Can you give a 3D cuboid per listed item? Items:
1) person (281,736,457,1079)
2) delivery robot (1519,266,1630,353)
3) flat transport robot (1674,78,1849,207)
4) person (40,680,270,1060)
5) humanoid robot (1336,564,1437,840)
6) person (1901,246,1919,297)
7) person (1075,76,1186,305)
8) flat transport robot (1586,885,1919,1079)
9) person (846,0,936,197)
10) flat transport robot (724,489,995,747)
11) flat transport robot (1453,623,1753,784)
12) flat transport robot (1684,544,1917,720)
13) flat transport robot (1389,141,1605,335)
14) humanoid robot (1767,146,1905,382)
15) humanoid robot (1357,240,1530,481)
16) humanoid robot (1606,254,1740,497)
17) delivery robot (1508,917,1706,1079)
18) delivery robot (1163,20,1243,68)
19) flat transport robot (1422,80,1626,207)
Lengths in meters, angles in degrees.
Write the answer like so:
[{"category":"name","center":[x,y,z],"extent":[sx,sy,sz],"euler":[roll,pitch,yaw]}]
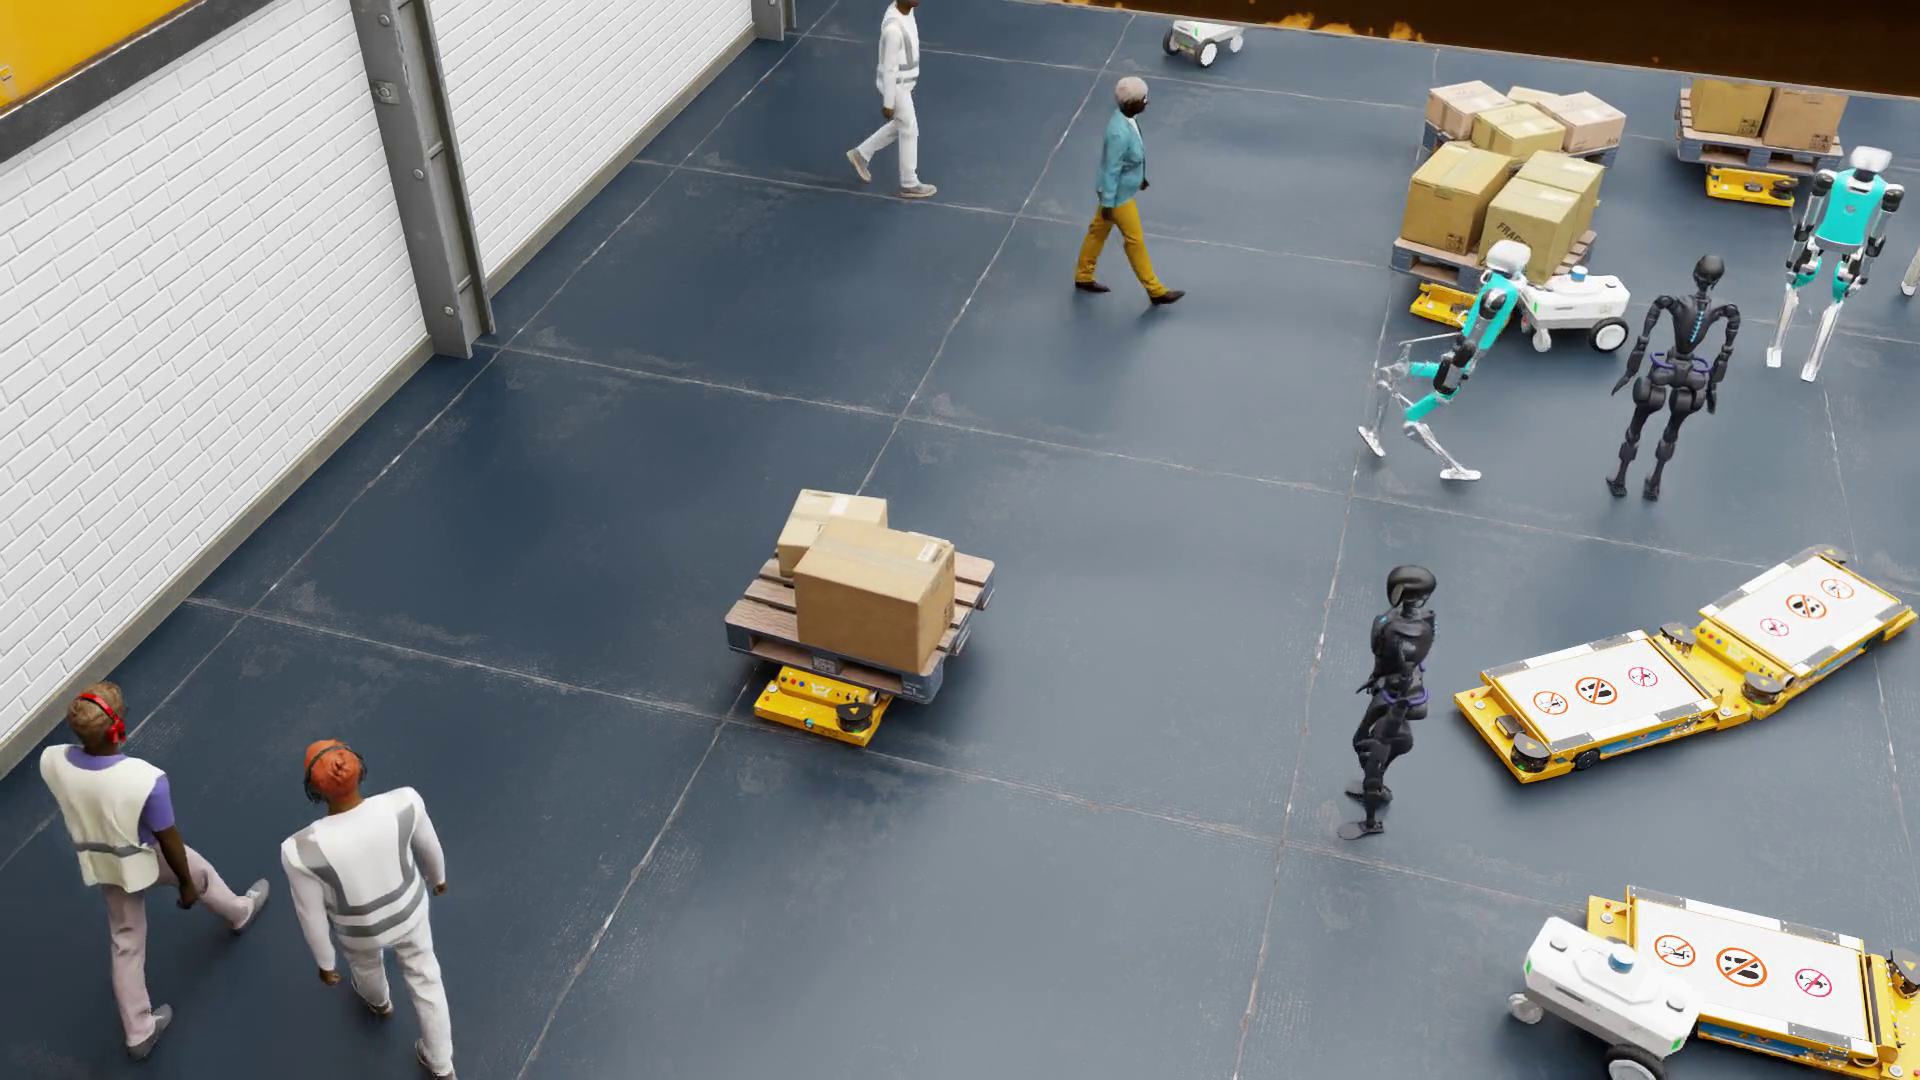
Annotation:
[{"category":"person","center":[-2.446,1.470,6.910],"extent":[0.610,1.848,0.899],"euler":[-23,44,-26]},{"category":"delivery robot","center":[4.364,-1.661,11.836],"extent":[0.741,0.587,0.525],"euler":[-3,39,-3]},{"category":"flat transport robot","center":[6.642,-3.236,14.029],"extent":[0.659,0.231,1.431],"euler":[11,40,13]},{"category":"person","center":[-3.505,1.347,7.121],"extent":[0.561,1.782,1.005],"euler":[4,39,5]},{"category":"humanoid robot","center":[2.037,0.788,7.906],"extent":[0.322,1.651,0.599],"euler":[4,39,5]},{"category":"person","center":[7.238,-2.468,11.979],"extent":[0.513,1.638,0.308],"euler":[23,44,26]},{"category":"person","center":[1.256,-2.492,11.941],"extent":[0.881,1.706,0.559],"euler":[6,39,7]},{"category":"flat transport robot","center":[3.583,2.009,7.506],"extent":[1.431,0.231,0.659],"euler":[11,40,14]},{"category":"person","center":[-0.567,-3.616,13.226],"extent":[0.675,1.867,0.592],"euler":[2,39,3]},{"category":"flat transport robot","center":[-0.546,0.543,9.329],"extent":[0.659,0.231,1.431],"euler":[14,41,17]},{"category":"flat transport robot","center":[3.457,0.864,8.930],"extent":[1.431,0.231,0.659],"euler":[-12,40,-15]},{"category":"flat transport robot","center":[4.702,0.492,9.392],"extent":[1.431,0.231,0.659],"euler":[-23,44,-26]},{"category":"flat transport robot","center":[3.958,-1.979,12.466],"extent":[0.659,0.231,1.431],"euler":[23,44,26]},{"category":"humanoid robot","center":[5.860,-1.906,11.187],"extent":[0.534,1.755,0.736],"euler":[19,43,22]},{"category":"humanoid robot","center":[2.867,-1.140,10.273],"extent":[0.995,1.744,0.532],"euler":[25,45,28]},{"category":"humanoid robot","center":[4.312,-0.969,10.086],"extent":[0.609,1.647,0.308],"euler":[6,39,8]},{"category":"delivery robot","center":[2.846,2.001,7.285],"extent":[0.795,0.592,0.499],"euler":[25,45,28]},{"category":"delivery robot","center":[2.344,-4.858,15.830],"extent":[0.805,0.609,0.499],"euler":[-28,47,-30]},{"category":"flat transport robot","center":[4.611,-3.093,13.852],"extent":[0.659,0.231,1.431],"euler":[-14,41,-17]}]
